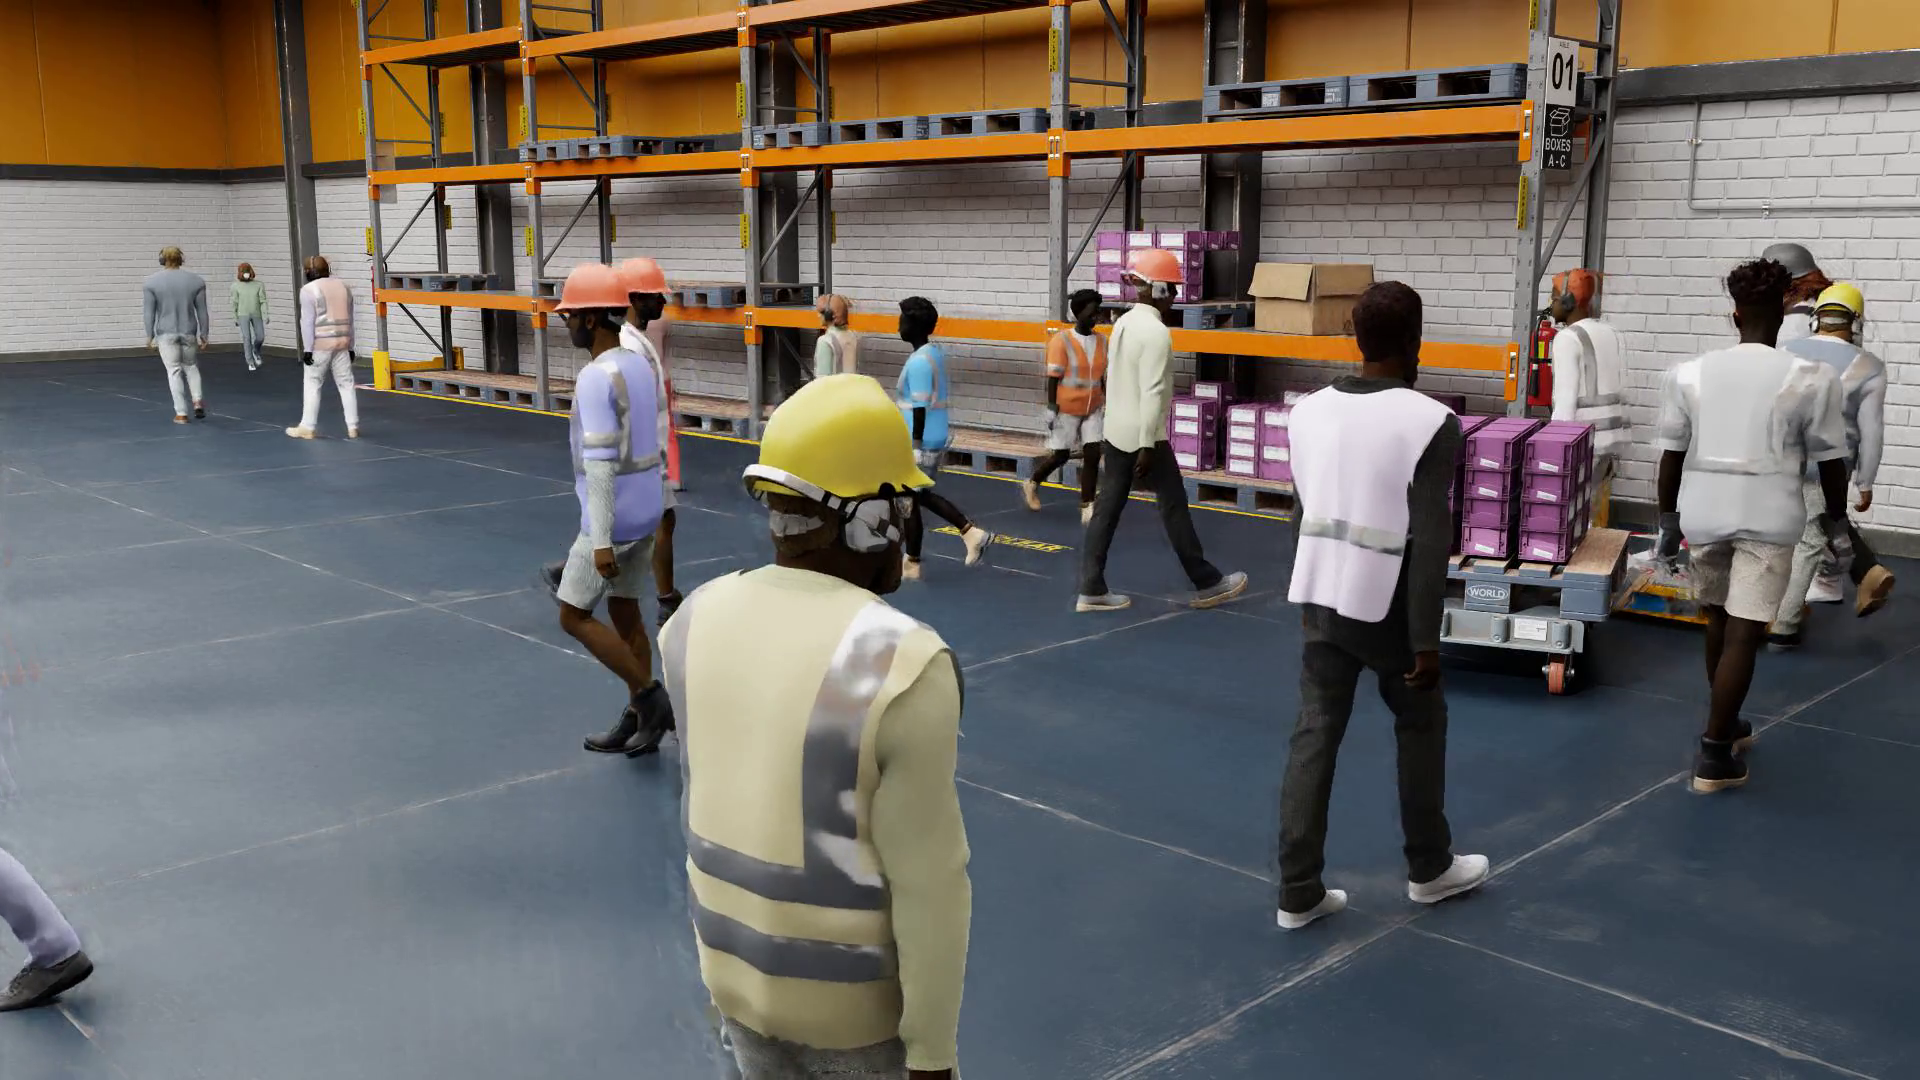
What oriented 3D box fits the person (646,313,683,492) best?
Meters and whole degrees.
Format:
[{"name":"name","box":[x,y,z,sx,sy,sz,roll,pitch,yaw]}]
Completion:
[{"name":"person","box":[-2.551,-1.246,13.207,0.887,1.727,0.532,7,13,35]}]

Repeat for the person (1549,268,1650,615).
[{"name":"person","box":[3.316,-0.484,8.693,0.588,1.861,0.614,-9,14,-41]}]

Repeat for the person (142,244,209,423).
[{"name":"person","box":[-8.461,-2.209,17.952,0.630,1.914,0.434,-9,14,-41]}]

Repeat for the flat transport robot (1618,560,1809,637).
[{"name":"flat transport robot","box":[3.696,0.264,8.933,1.431,0.197,0.652,10,14,43]}]

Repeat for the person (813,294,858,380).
[{"name":"person","box":[-0.790,-0.911,11.656,0.616,1.624,0.524,4,11,23]}]

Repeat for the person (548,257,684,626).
[{"name":"person","box":[-1.701,-0.483,8.519,0.772,1.921,0.550,-2,11,-13]}]

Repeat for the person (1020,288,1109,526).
[{"name":"person","box":[0.760,-0.934,11.644,0.543,1.664,0.718,-7,12,-32]}]

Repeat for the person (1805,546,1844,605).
[{"name":"person","box":[4.652,-0.570,9.125,0.524,1.867,0.681,9,14,42]}]

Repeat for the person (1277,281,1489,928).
[{"name":"person","box":[1.270,0.192,4.938,0.876,1.883,0.613,-8,13,-38]}]

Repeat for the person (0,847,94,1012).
[{"name":"person","box":[-2.717,0.417,4.146,0.927,1.722,0.534,-6,12,-30]}]

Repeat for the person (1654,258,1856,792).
[{"name":"person","box":[2.976,-0.068,6.195,0.857,1.925,0.630,-9,14,-40]}]

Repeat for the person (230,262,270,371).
[{"name":"person","box":[-10.684,-3.363,25.018,0.518,1.617,0.458,-7,12,-32]}]

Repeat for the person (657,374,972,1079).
[{"name":"person","box":[-0.219,0.656,2.569,0.606,1.816,0.467,8,13,39]}]

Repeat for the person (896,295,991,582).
[{"name":"person","box":[-0.159,-0.581,9.679,0.568,1.679,0.540,1,10,7]}]

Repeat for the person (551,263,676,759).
[{"name":"person","box":[-1.313,-0.085,6.348,0.445,1.923,0.556,3,11,14]}]

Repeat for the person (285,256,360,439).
[{"name":"person","box":[-6.357,-1.916,16.623,0.593,1.819,0.666,5,12,28]}]

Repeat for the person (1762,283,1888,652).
[{"name":"person","box":[4.124,-0.336,8.052,0.470,1.792,0.621,-9,14,-40]}]

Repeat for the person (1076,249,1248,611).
[{"name":"person","box":[1.082,-0.576,8.971,1.015,1.938,0.615,-4,11,-20]}]

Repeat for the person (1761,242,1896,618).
[{"name":"person","box":[4.366,-0.543,8.506,0.746,2.000,0.725,-6,12,-31]}]
